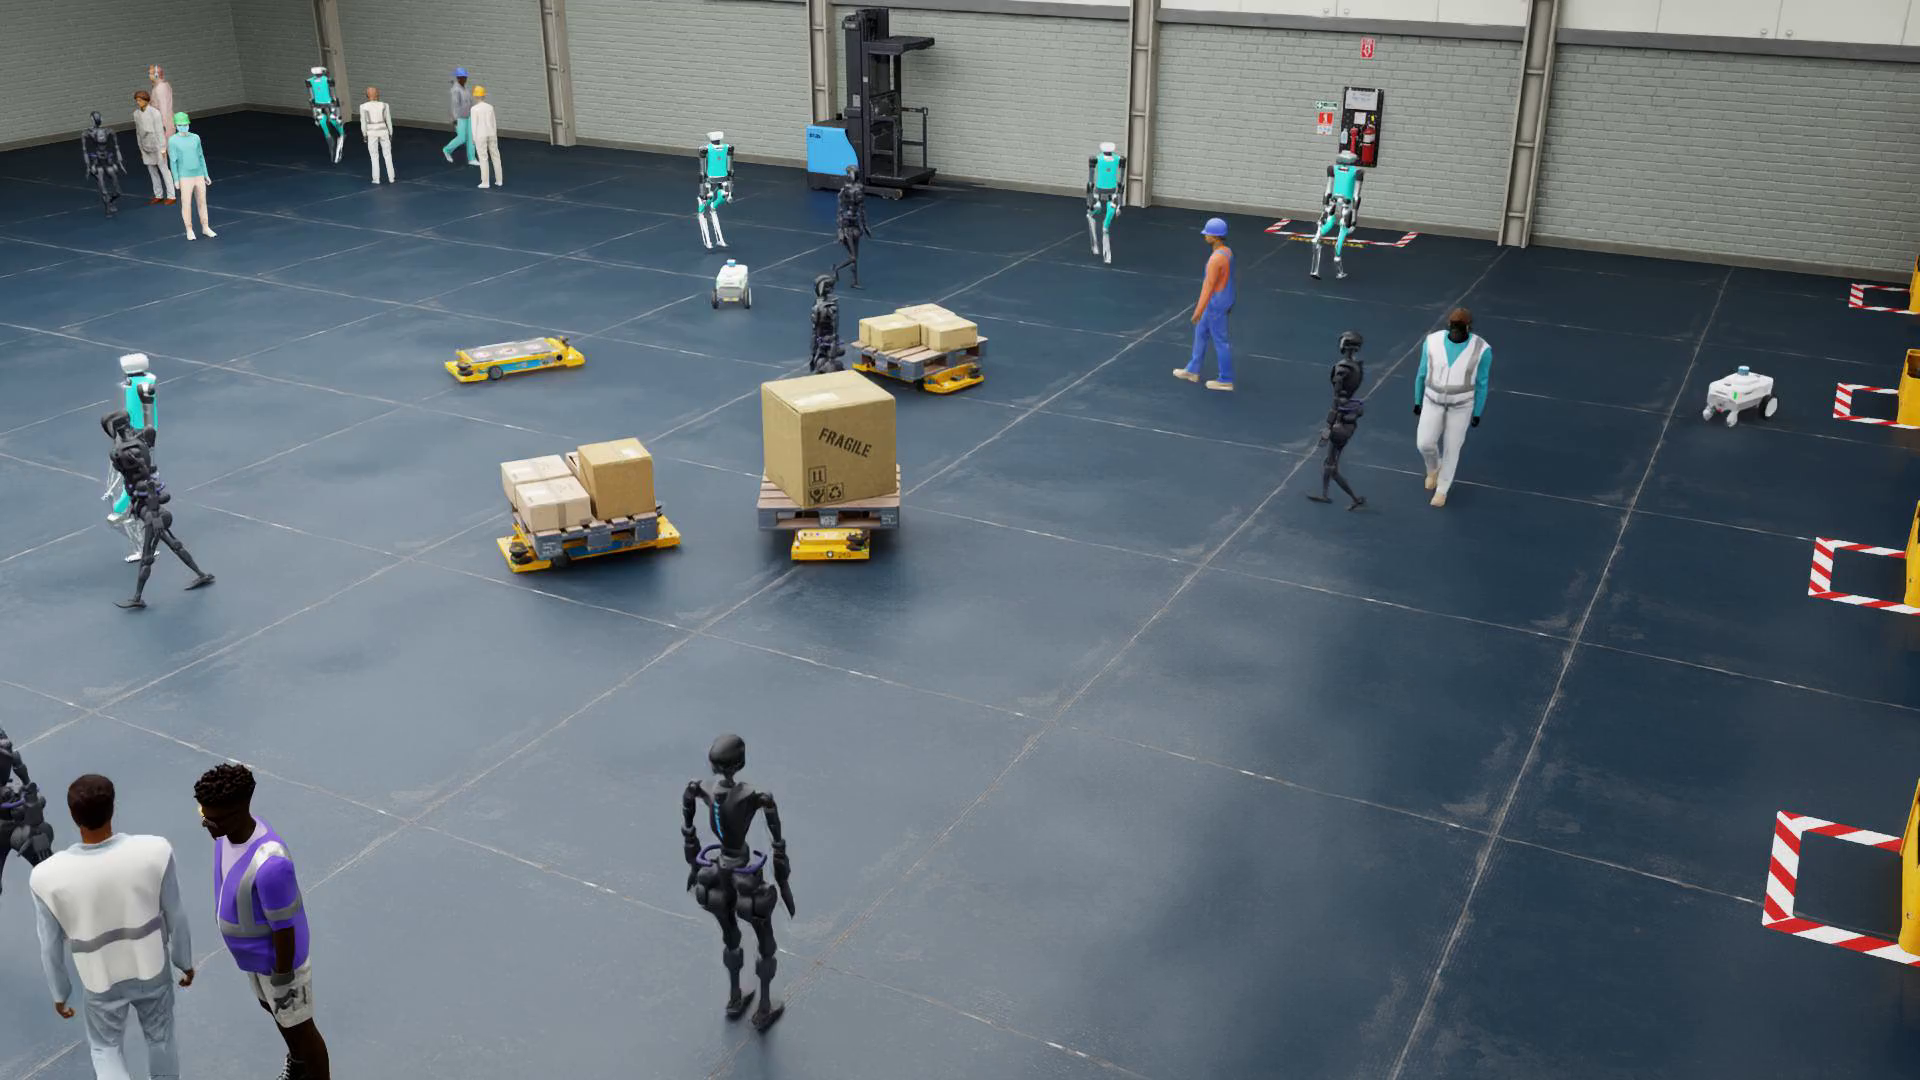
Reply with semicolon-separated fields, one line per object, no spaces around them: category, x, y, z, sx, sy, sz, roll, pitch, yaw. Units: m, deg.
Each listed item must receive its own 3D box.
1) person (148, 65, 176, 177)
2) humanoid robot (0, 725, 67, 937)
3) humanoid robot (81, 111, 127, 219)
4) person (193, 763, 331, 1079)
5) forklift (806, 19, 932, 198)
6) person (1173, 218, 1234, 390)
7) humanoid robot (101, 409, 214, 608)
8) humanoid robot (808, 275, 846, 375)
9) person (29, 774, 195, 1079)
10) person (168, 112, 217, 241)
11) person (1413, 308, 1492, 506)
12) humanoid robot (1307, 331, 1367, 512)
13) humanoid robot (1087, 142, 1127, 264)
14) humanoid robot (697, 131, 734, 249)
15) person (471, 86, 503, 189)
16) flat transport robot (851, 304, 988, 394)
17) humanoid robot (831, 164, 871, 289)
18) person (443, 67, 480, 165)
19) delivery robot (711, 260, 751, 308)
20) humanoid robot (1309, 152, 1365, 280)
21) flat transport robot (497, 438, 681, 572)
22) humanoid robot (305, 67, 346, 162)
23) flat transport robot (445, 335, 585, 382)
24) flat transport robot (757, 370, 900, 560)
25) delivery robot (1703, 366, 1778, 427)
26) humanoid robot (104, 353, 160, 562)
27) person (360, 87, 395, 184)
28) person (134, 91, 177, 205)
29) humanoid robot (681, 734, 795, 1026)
person;-13.975;-7.351;29.198;0.412;1.913;0.640;-7;24;-16
humanoid robot;-5.123;1.519;8.884;0.608;1.625;0.734;8;25;19
humanoid robot;-13.507;-5.926;26.177;0.601;1.634;0.525;-20;30;-39
person;-3.195;1.876;7.663;0.372;1.959;0.601;-20;30;-38
forklift;-1.573;-7.292;27.850;1.873;2.768;1.129;12;26;25
person;2.659;-2.564;18.084;0.833;1.878;0.571;9;25;20
humanoid robot;-6.412;-0.279;13.096;0.821;1.609;0.616;-21;31;-40
humanoid robot;-1.299;-1.850;16.714;0.498;1.635;0.593;-13;26;-27
person;-3.773;1.979;7.517;0.601;1.892;0.635;-12;26;-25
person;-11.444;-5.421;24.750;0.356;1.871;0.530;20;30;39
person;4.404;-1.205;14.987;0.649;1.829;0.448;11;26;25
humanoid robot;3.441;-1.068;14.887;0.531;1.641;0.588;11;26;25
humanoid robot;2.007;-4.765;23.468;0.535;1.758;1.058;-3;23;-6
humanoid robot;-3.574;-5.056;23.903;0.533;1.677;0.735;-14;27;-29
person;-8.078;-6.841;28.276;0.474;1.698;0.324;-21;31;-39
flat transport robot;-0.468;-1.935;18.668;1.431;0.231;0.659;20;30;39
humanoid robot;-1.518;-4.197;22.182;0.691;1.629;0.596;15;28;32
person;-9.076;-7.664;30.124;0.581;1.759;0.547;7;24;16
delivery robot;-2.944;-3.324;21.523;0.499;0.581;0.774;0;23;-1
humanoid robot;4.977;-4.254;22.315;0.530;1.769;1.067;17;29;35
flat transport robot;-3.203;-0.052;14.283;1.431;0.231;0.659;-11;26;-24
humanoid robot;-11.478;-7.693;30.358;0.538;1.903;0.751;0;23;1
flat transport robot;-5.083;-2.067;18.974;1.431;0.231;0.659;-13;27;-28
flat transport robot;-1.128;-0.185;14.594;0.659;0.231;1.431;-1;23;-2
delivery robot;8.115;-1.515;17.318;0.769;0.587;0.499;-15;28;-31
humanoid robot;-6.932;-0.609;13.785;0.748;1.819;0.540;-16;28;-33
person;-10.024;-6.963;28.645;0.521;1.635;0.313;-13;26;-27
person;-13.131;-6.375;27.048;0.498;1.825;0.370;5;24;11
humanoid robot;-1.136;1.704;8.397;0.602;1.652;0.344;8;24;17
